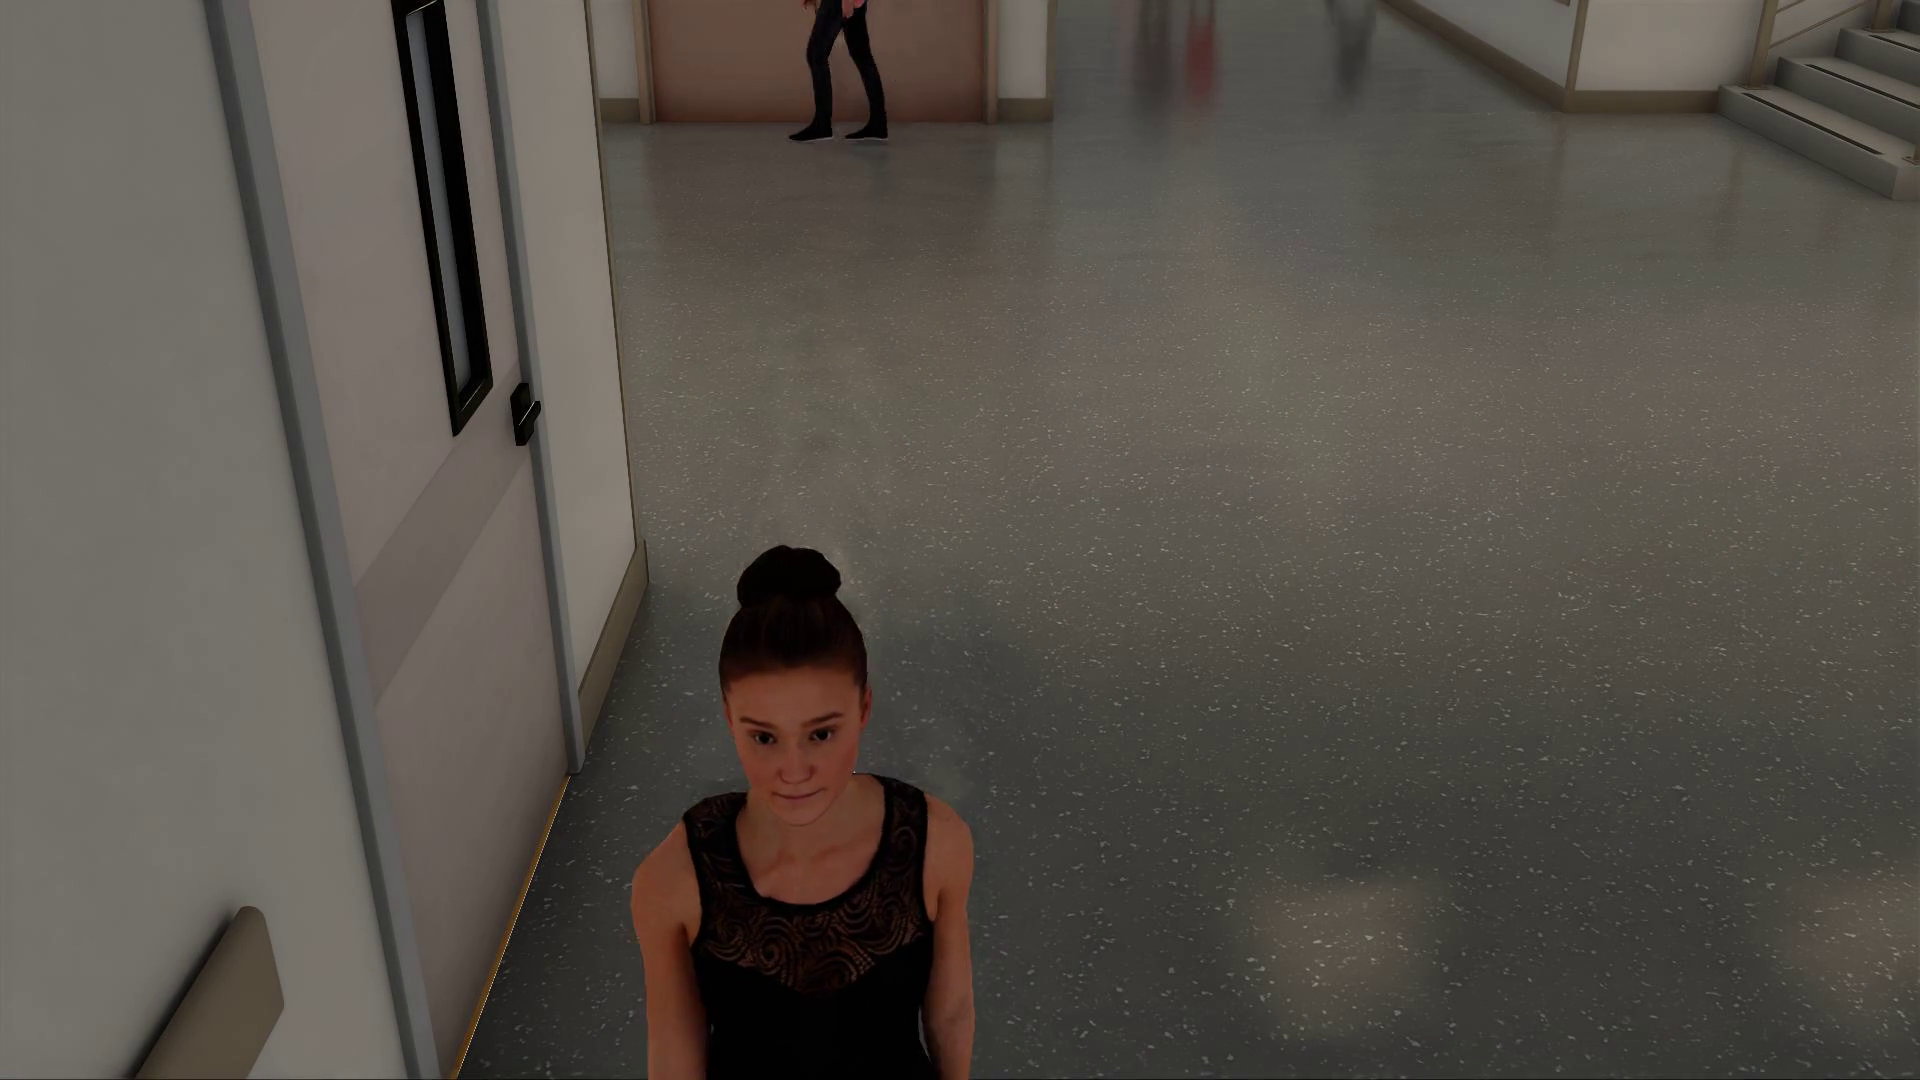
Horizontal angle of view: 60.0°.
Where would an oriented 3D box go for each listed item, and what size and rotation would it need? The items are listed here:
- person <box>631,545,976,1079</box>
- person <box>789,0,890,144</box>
[{"bbox_3d":[-0.186,0.762,2.221,0.588,1.665,0.662,-3,26,-6],"label":"person"},{"bbox_3d":[-0.654,-3.567,10.897,0.869,1.927,0.625,0,26,0],"label":"person"}]
